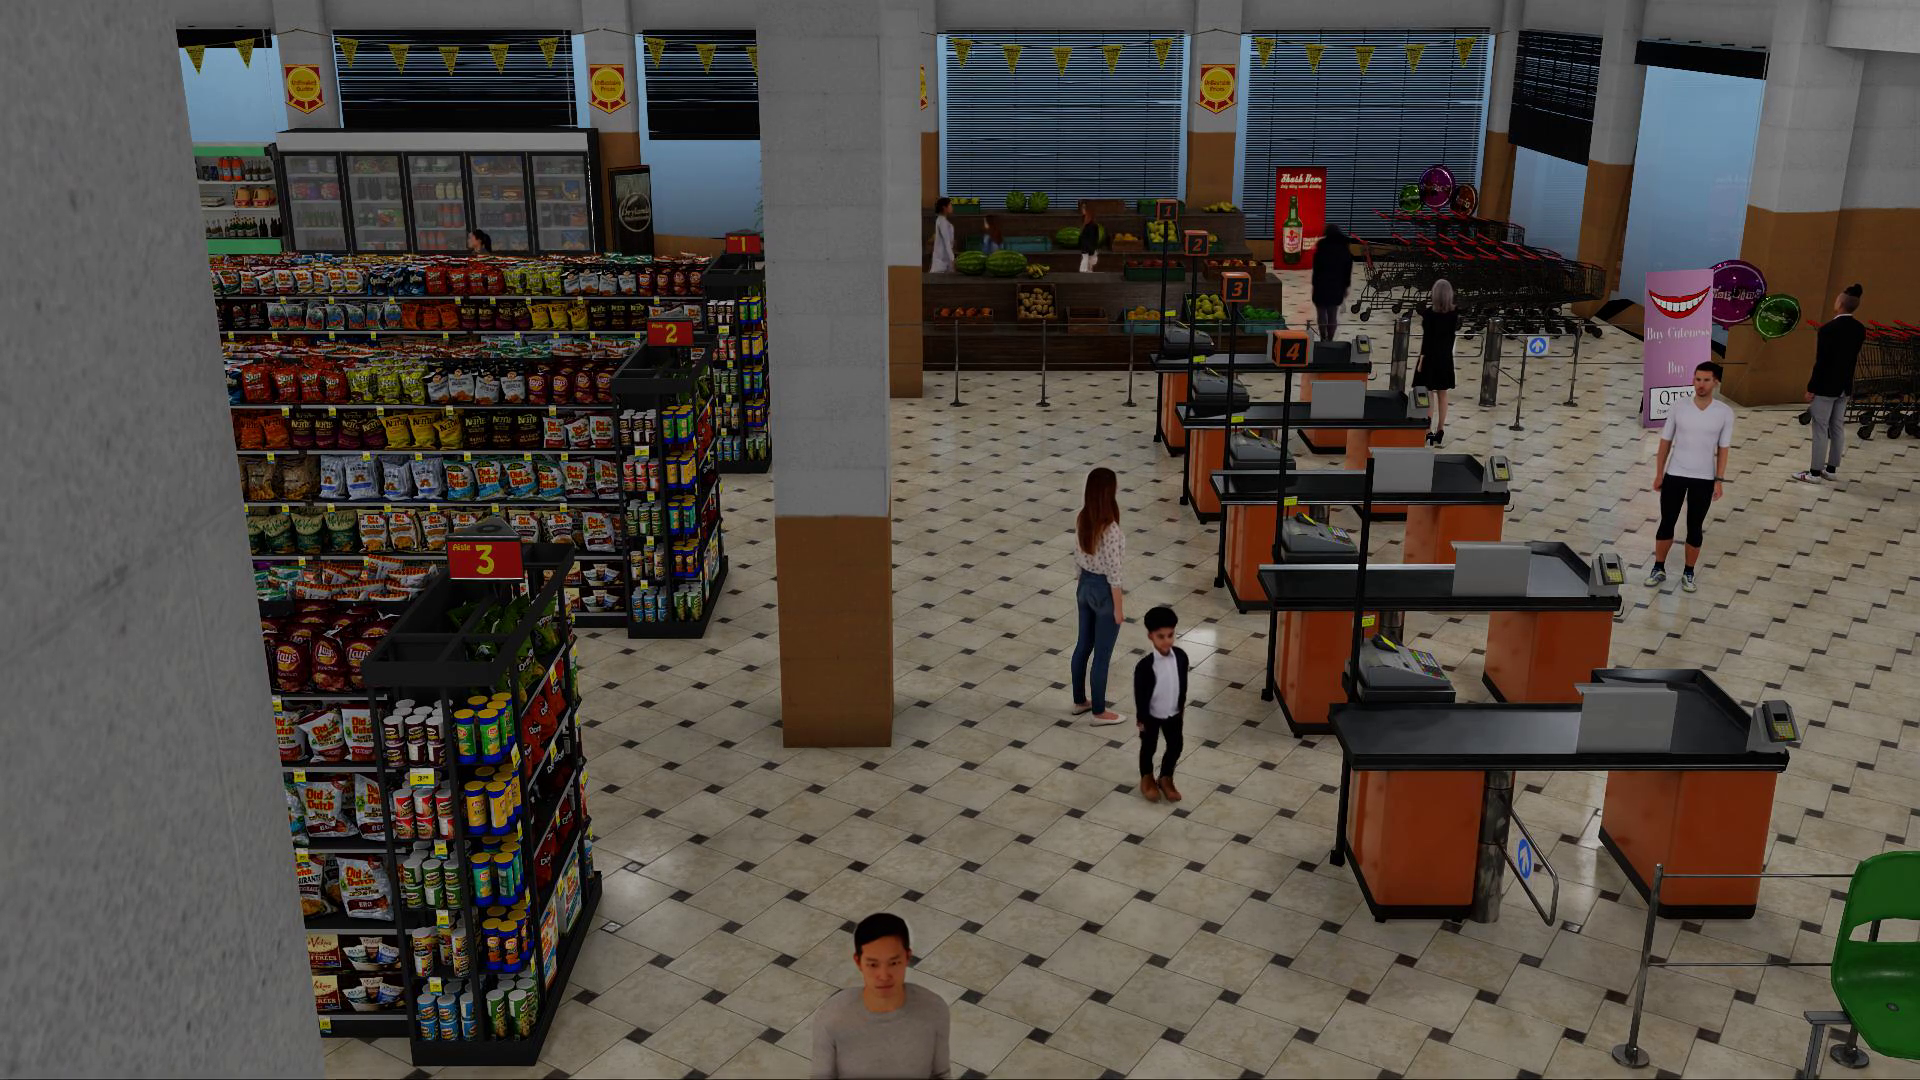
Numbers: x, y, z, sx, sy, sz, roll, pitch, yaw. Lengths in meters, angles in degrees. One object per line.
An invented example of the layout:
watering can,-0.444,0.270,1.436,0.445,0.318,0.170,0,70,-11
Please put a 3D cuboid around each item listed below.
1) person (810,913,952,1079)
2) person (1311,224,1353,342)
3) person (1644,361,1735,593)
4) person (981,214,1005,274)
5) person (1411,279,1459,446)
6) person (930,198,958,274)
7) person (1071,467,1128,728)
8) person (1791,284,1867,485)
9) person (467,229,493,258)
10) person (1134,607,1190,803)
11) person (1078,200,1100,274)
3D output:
person,-0.265,2.071,5.670,0.576,1.809,0.754,-5,19,-14
person,4.849,-3.286,21.792,0.624,1.660,0.763,2,19,6
person,5.836,-0.521,13.294,0.678,1.851,0.813,10,21,26
person,0.552,-3.993,24.206,0.870,1.457,0.777,11,21,29
person,4.992,-1.871,17.463,0.630,1.746,0.744,-8,20,-22
person,-0.341,-4.014,24.010,1.116,1.623,0.652,0,19,1
person,0.900,0.359,10.877,0.660,1.728,0.654,-11,21,-29
person,8.456,-1.516,16.094,0.690,1.948,0.851,-8,20,-22
person,-6.053,-3.164,21.455,1.102,1.644,0.965,-12,22,-32
person,1.168,0.956,9.906,0.516,1.216,0.626,-6,20,-17
person,1.934,-4.037,24.037,0.906,1.650,0.621,1,19,2
